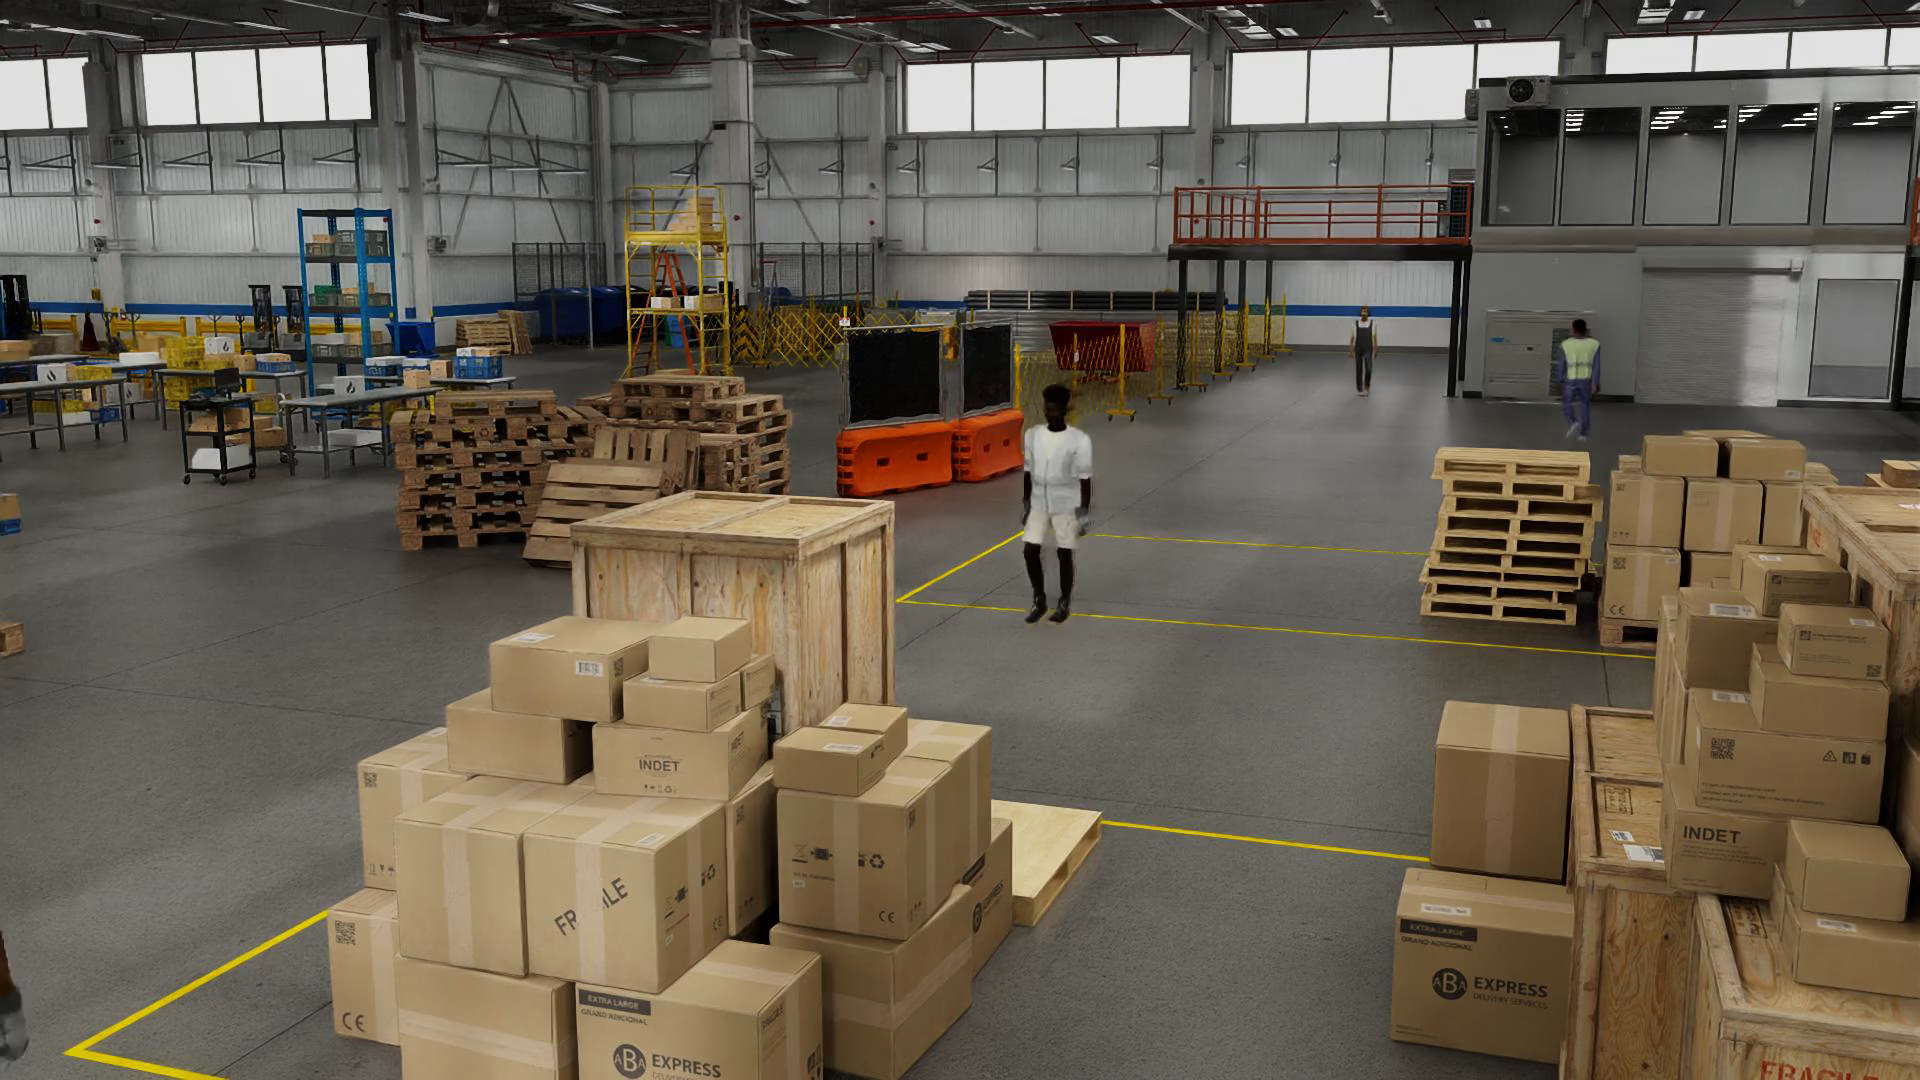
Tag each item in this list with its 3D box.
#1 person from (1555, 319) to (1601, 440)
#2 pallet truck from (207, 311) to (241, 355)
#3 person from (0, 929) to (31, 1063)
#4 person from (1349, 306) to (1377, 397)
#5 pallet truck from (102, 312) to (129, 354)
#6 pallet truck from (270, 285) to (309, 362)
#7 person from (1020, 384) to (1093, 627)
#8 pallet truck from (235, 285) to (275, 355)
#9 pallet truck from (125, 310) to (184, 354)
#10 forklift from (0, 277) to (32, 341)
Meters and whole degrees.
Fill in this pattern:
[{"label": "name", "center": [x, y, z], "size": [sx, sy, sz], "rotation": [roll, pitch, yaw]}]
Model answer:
[{"label": "person", "center": [9.633, -2.486, 25.888], "size": [0.680, 1.886, 0.510], "rotation": [1, 10, 8]}, {"label": "pallet truck", "center": [-19.537, -5.575, 44.913], "size": [0.653, 1.274, 1.630], "rotation": [3, 11, 19]}, {"label": "person", "center": [-2.899, 1.297, 4.660], "size": [0.552, 1.853, 0.422], "rotation": [1, 10, 5]}, {"label": "person", "center": [8.029, -3.742, 33.130], "size": [0.541, 1.818, 0.815], "rotation": [3, 10, 15]}, {"label": "pallet truck", "center": [-23.057, -5.777, 46.261], "size": [0.680, 1.201, 1.601], "rotation": [3, 11, 19]}, {"label": "pallet truck", "center": [-17.147, -5.700, 43.663], "size": [0.823, 1.965, 1.885], "rotation": [3, 11, 17]}, {"label": "person", "center": [0.720, -0.256, 13.135], "size": [0.646, 1.943, 0.623], "rotation": [6, 11, 28]}, {"label": "pallet truck", "center": [-18.327, -5.835, 44.421], "size": [0.823, 1.965, 1.885], "rotation": [4, 11, 23]}, {"label": "pallet truck", "center": [-22.038, -5.665, 45.457], "size": [0.704, 1.261, 1.522], "rotation": [3, 11, 17]}, {"label": "forklift", "center": [-27.151, -6.329, 46.328], "size": [1.157, 1.987, 2.680], "rotation": [3, 11, 17]}]
